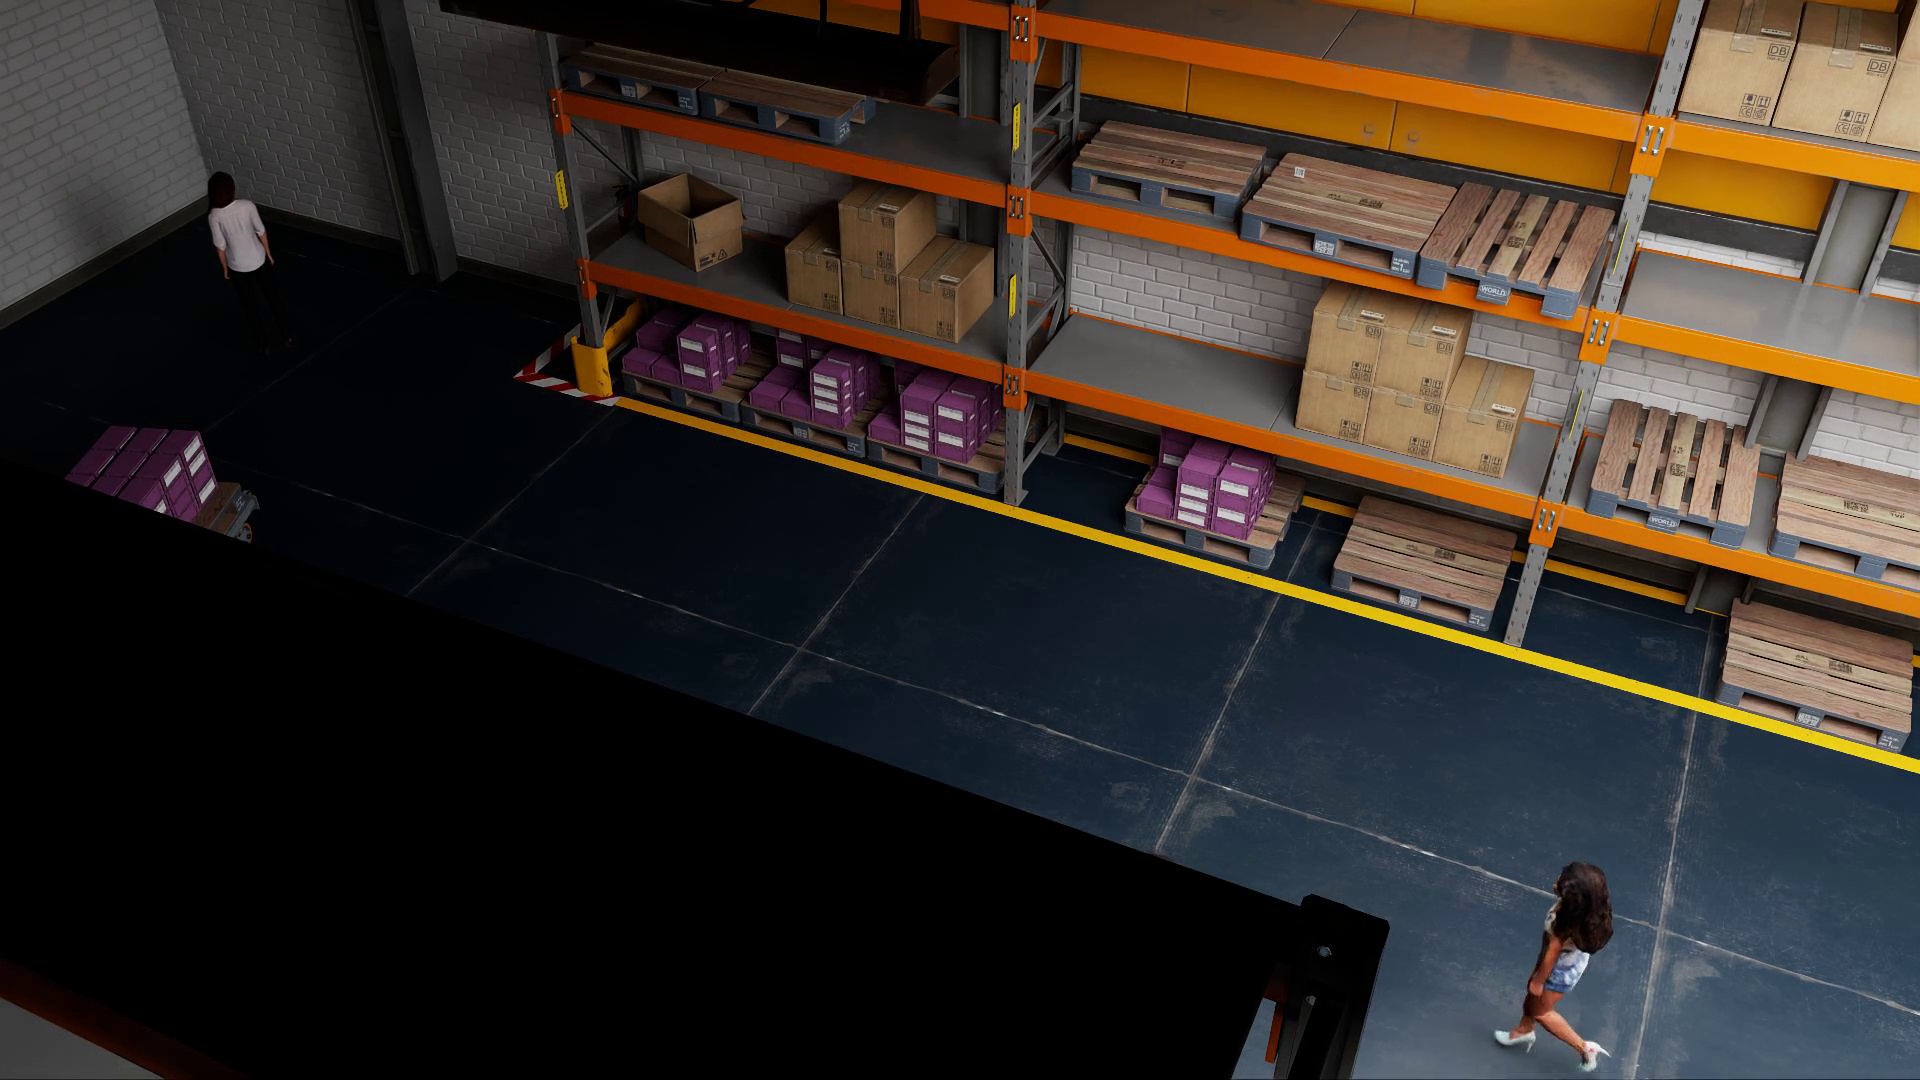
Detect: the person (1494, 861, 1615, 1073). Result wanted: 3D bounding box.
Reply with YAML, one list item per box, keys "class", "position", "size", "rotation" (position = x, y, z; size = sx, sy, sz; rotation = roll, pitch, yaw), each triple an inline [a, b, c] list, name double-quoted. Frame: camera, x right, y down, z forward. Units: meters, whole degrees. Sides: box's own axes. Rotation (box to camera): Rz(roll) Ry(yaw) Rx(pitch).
- class: "person"
  position: [3.278, 2.334, 8.923]
  size: [0.826, 1.595, 0.596]
  rotation: [21, 43, 24]

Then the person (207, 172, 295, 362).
- class: "person"
  position: [-6.291, -2.417, 14.713]
  size: [0.687, 1.794, 0.681]
  rotation: [-25, 45, -28]
